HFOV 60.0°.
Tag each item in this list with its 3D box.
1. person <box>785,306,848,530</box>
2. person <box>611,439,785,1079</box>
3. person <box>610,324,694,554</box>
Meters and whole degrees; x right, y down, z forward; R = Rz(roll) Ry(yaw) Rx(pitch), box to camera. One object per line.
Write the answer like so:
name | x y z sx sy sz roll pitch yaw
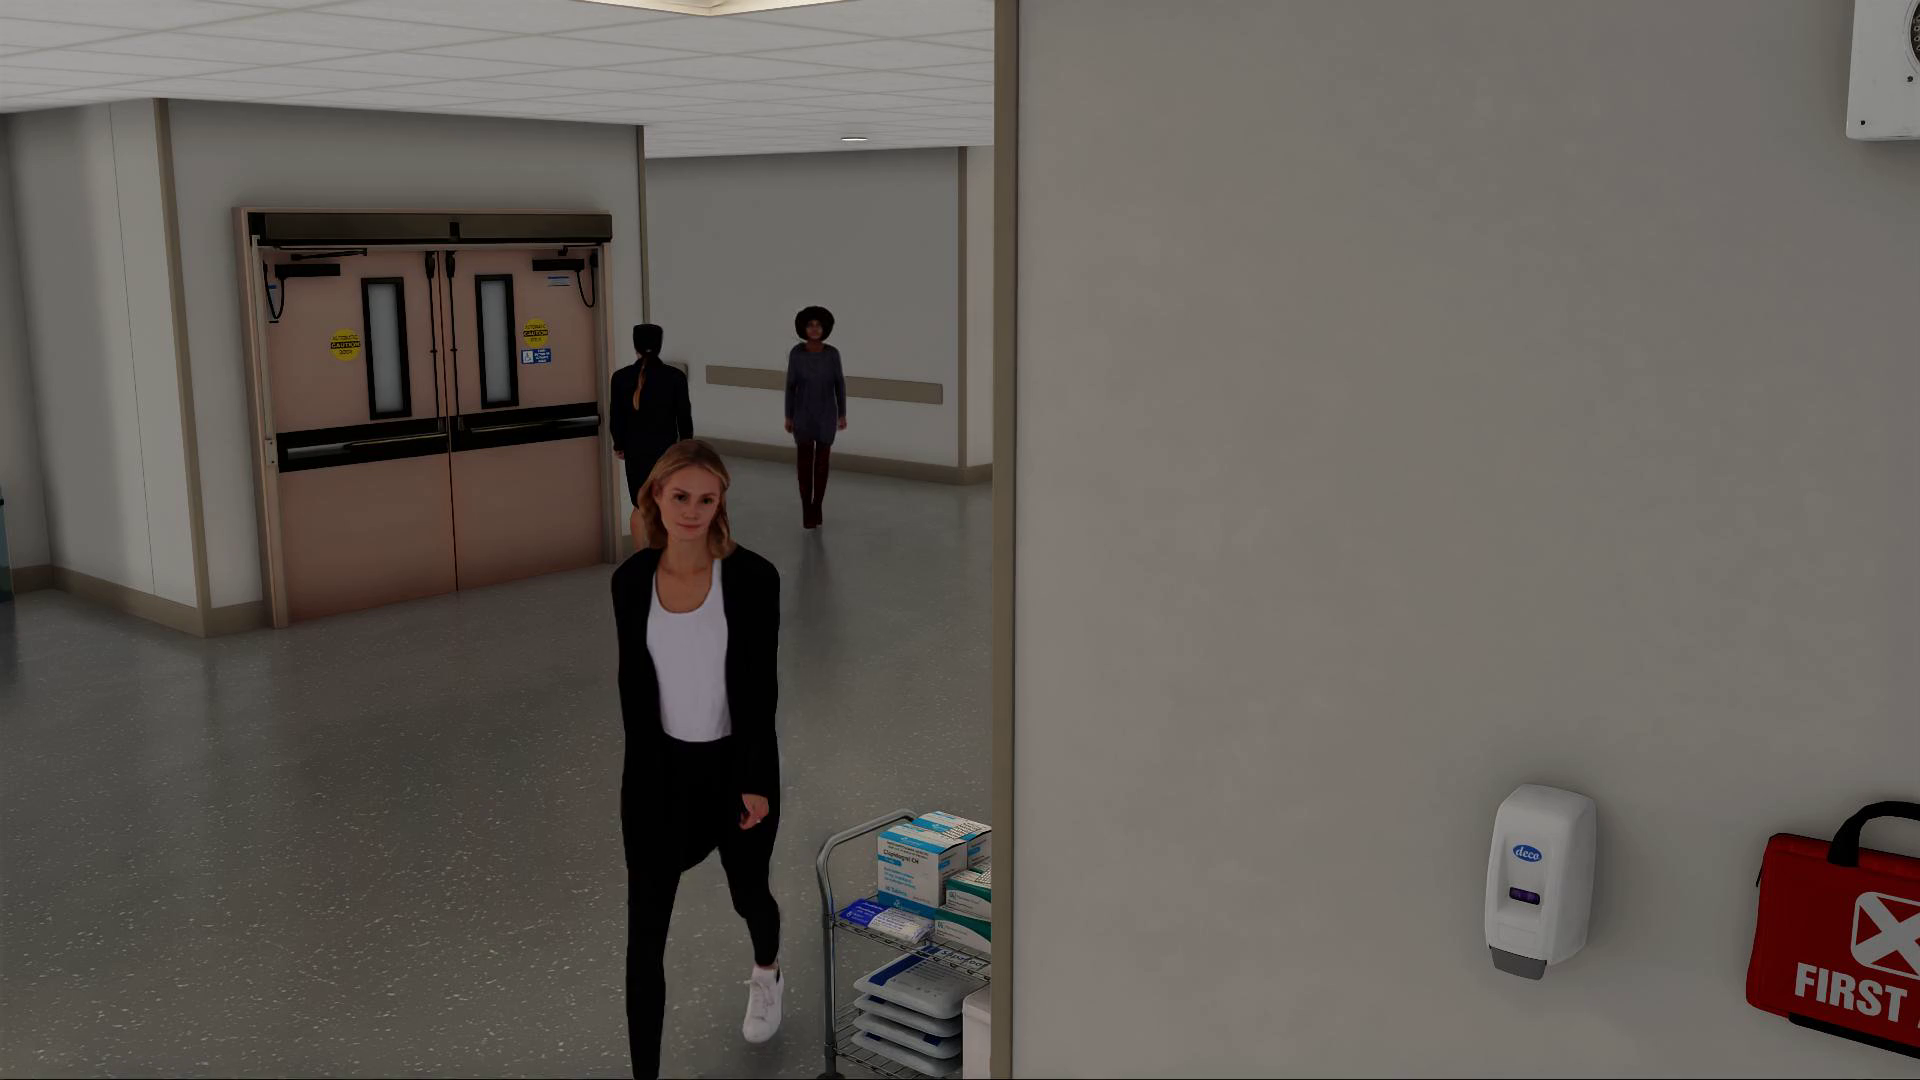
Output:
person | -1.127 -0.944 12.853 0.869 1.691 0.915 -2 11 -10
person | -0.629 0.633 4.367 1.060 1.757 1.227 1 11 4
person | -2.040 -0.577 10.971 0.807 1.672 0.850 0 11 0
